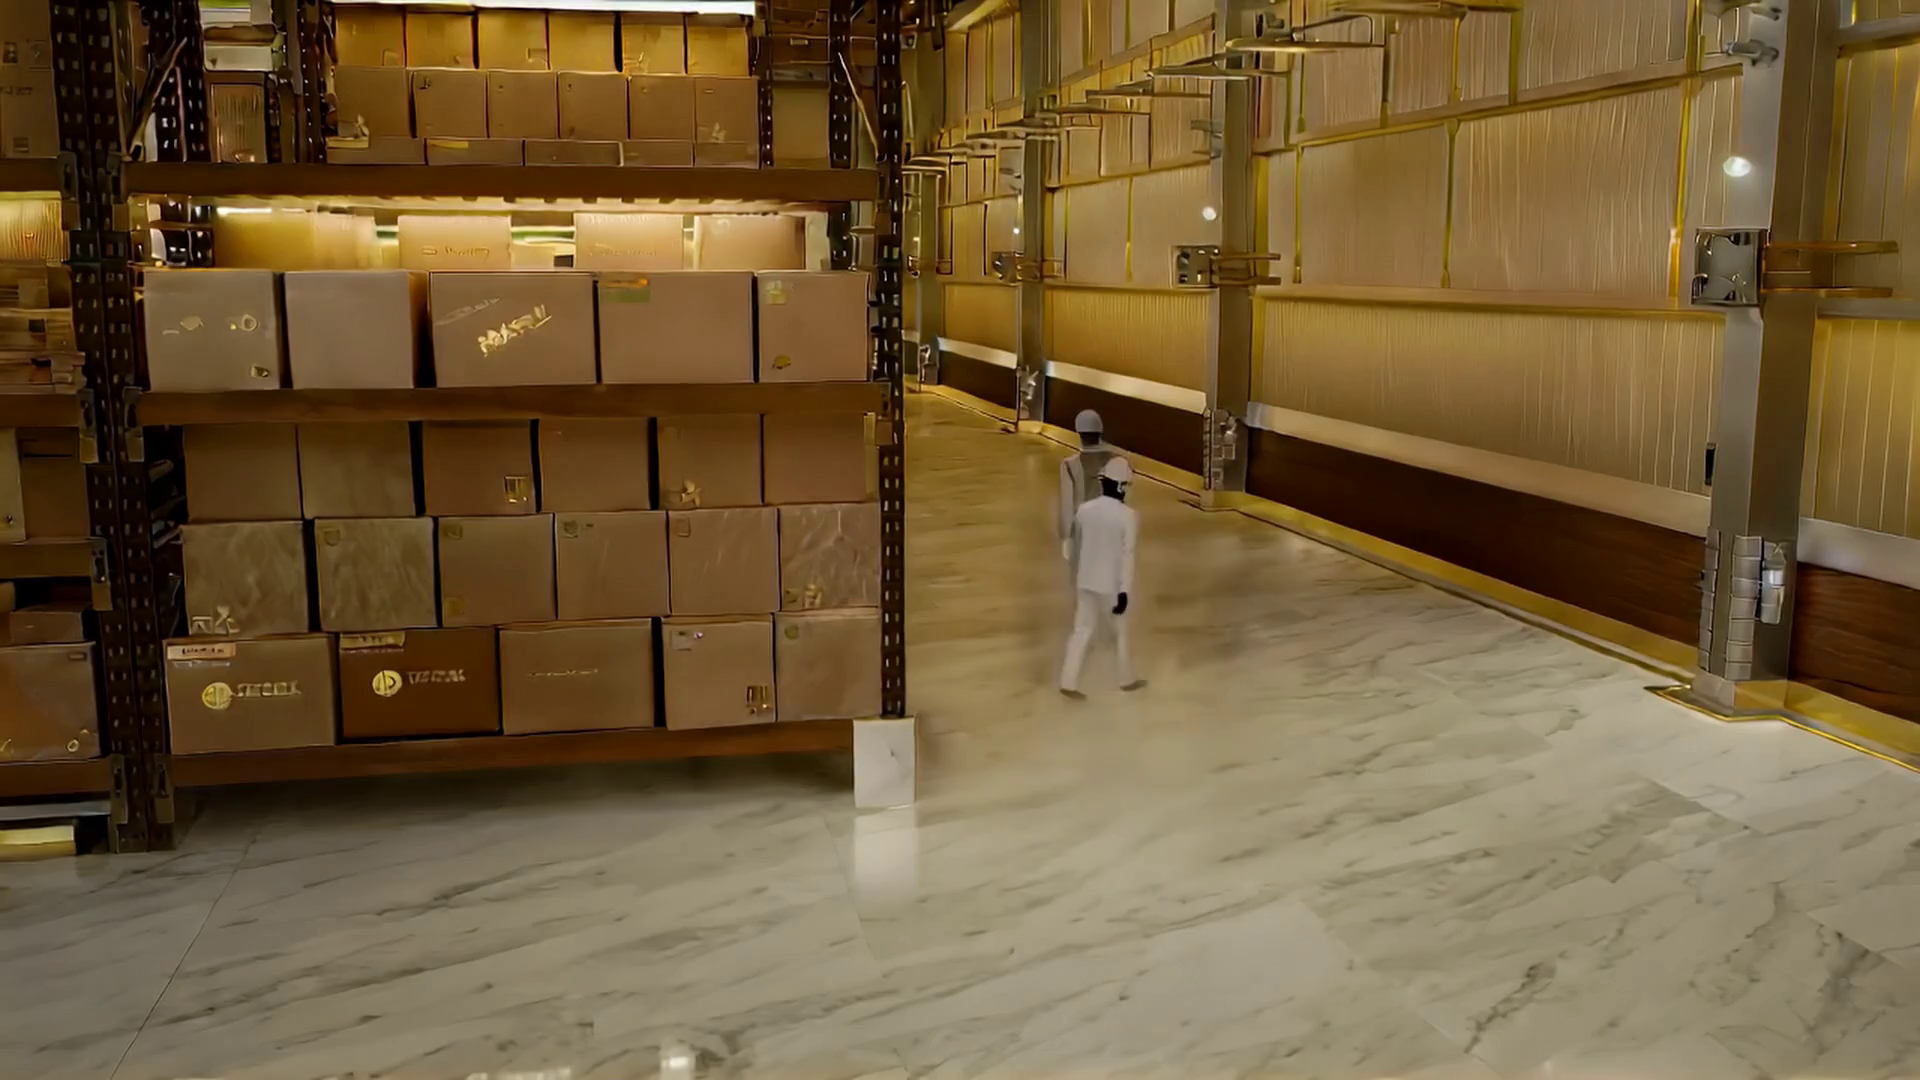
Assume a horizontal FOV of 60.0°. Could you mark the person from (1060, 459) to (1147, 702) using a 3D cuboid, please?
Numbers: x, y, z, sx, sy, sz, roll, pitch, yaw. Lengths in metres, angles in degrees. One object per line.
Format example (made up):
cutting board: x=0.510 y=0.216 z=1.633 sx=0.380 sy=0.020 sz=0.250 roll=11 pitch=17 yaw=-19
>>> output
person: x=1.002 y=0.286 z=11.666 sx=0.543 sy=1.702 sz=0.866 roll=8 pitch=12 yaw=39

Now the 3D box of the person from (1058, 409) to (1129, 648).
person: x=1.073 y=-0.068 z=13.095 sx=0.610 sy=1.925 sz=0.694 roll=-3 pitch=10 yaw=-16
